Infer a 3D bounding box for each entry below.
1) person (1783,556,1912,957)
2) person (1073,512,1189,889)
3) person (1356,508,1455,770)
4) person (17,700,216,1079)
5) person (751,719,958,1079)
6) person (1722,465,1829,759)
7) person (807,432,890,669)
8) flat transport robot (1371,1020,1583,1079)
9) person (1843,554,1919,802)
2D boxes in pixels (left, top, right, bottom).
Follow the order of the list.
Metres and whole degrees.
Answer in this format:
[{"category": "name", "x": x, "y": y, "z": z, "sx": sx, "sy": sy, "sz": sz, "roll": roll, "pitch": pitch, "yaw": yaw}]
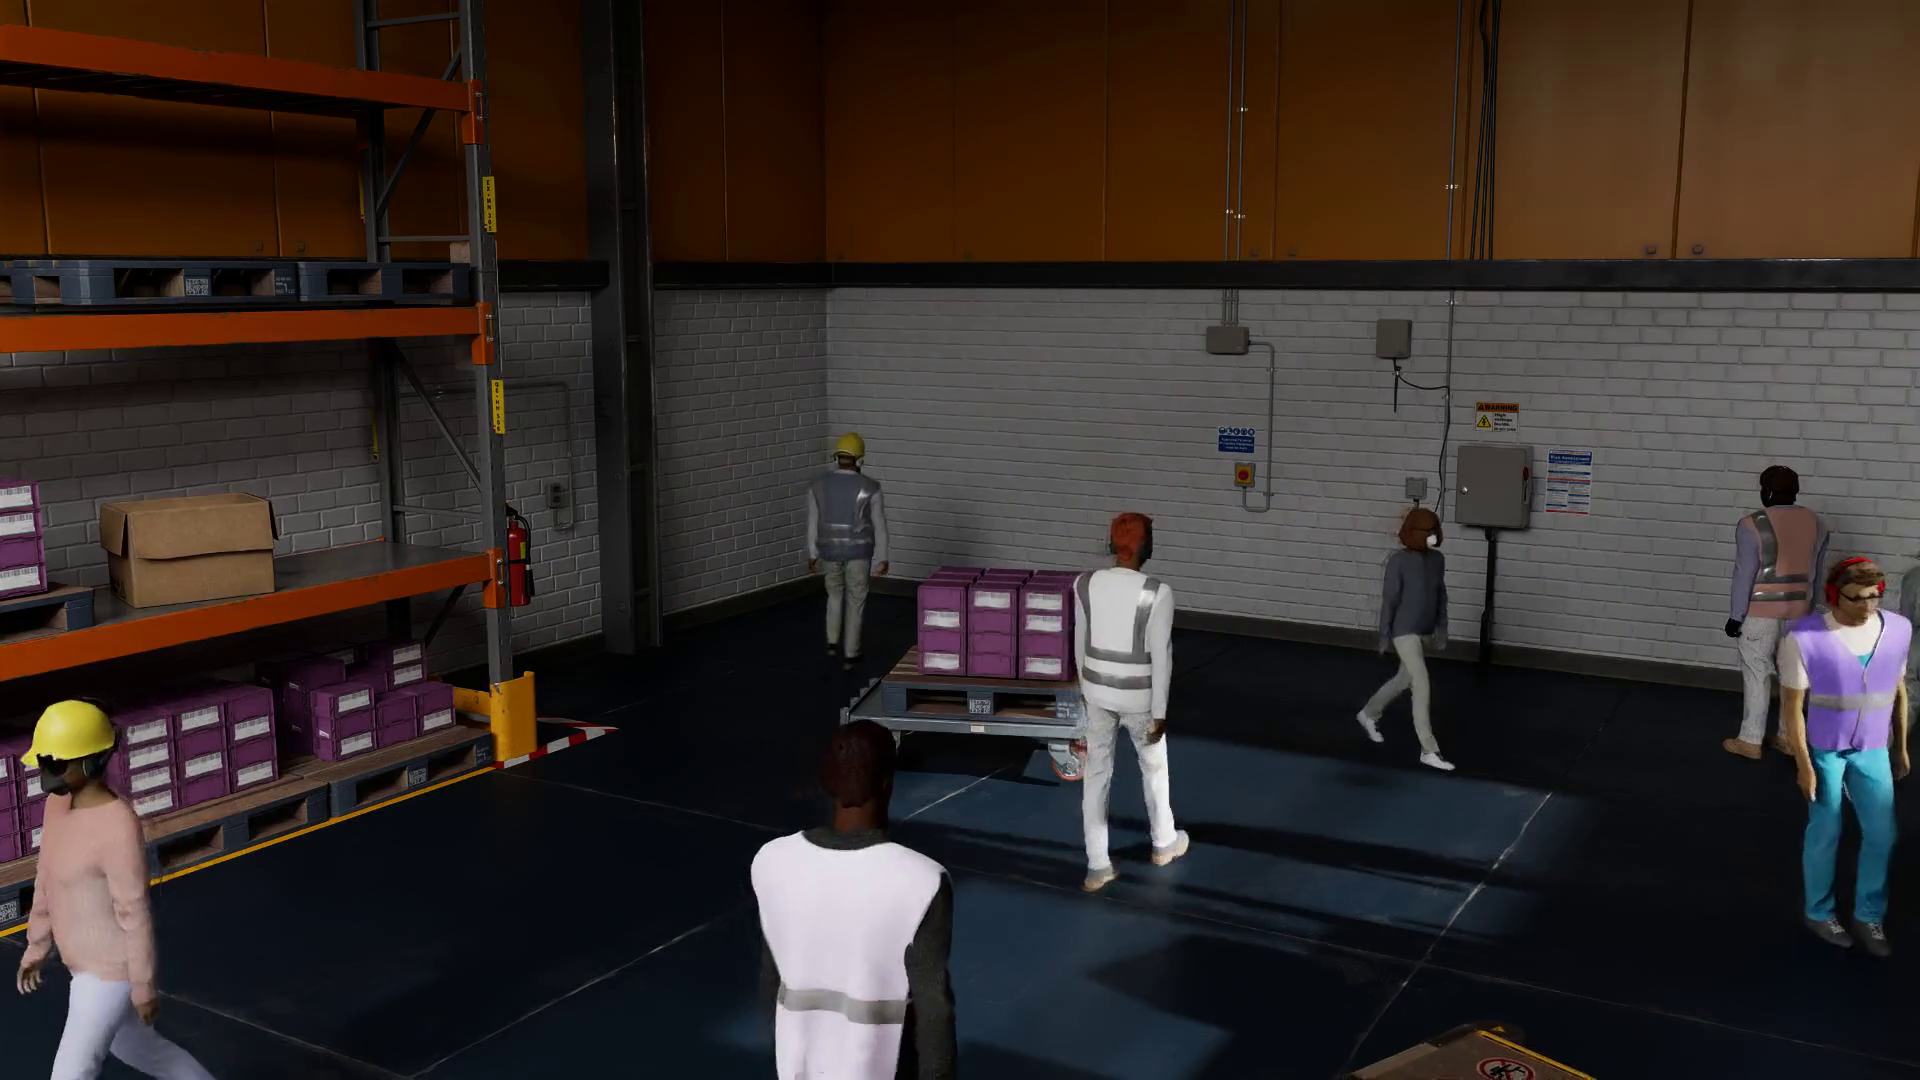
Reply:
[{"category": "person", "x": 3.953, "y": 0.956, "z": 7.378, "sx": 0.662, "sy": 1.806, "sz": 0.544, "roll": -1, "pitch": 9, "yaw": -4}, {"category": "person", "x": 0.862, "y": 0.773, "z": 8.387, "sx": 0.597, "sy": 1.845, "sz": 0.872, "roll": 5, "pitch": 11, "yaw": 30}, {"category": "person", "x": 2.801, "y": 0.574, "z": 10.432, "sx": 0.506, "sy": 1.599, "sz": 0.833, "roll": -7, "pitch": 11, "yaw": -35}, {"category": "person", "x": -2.702, "y": 1.326, "z": 5.304, "sx": 0.530, "sy": 1.728, "sz": 0.874, "roll": 9, "pitch": 12, "yaw": 43}, {"category": "person", "x": -0.279, "y": 1.416, "z": 4.388, "sx": 0.633, "sy": 1.862, "sz": 0.988, "roll": 4, "pitch": 10, "yaw": 22}, {"category": "person", "x": 5.083, "y": 0.450, "z": 10.431, "sx": 0.628, "sy": 1.843, "sz": 0.429, "roll": -2, "pitch": 9, "yaw": -13}, {"category": "person", "x": -0.843, "y": 0.084, "z": 12.786, "sx": 0.629, "sy": 1.818, "sz": 0.470, "roll": 2, "pitch": 9, "yaw": 13}, {"category": "flat transport robot", "x": 1.634, "y": 1.999, "z": 5.651, "sx": 1.431, "sy": 0.197, "sz": 0.652, "roll": -7, "pitch": 11, "yaw": -36}, {"category": "person", "x": 5.400, "y": 0.699, "z": 9.324, "sx": 0.825, "sy": 1.705, "sz": 0.504, "roll": -3, "pitch": 10, "yaw": -19}]
